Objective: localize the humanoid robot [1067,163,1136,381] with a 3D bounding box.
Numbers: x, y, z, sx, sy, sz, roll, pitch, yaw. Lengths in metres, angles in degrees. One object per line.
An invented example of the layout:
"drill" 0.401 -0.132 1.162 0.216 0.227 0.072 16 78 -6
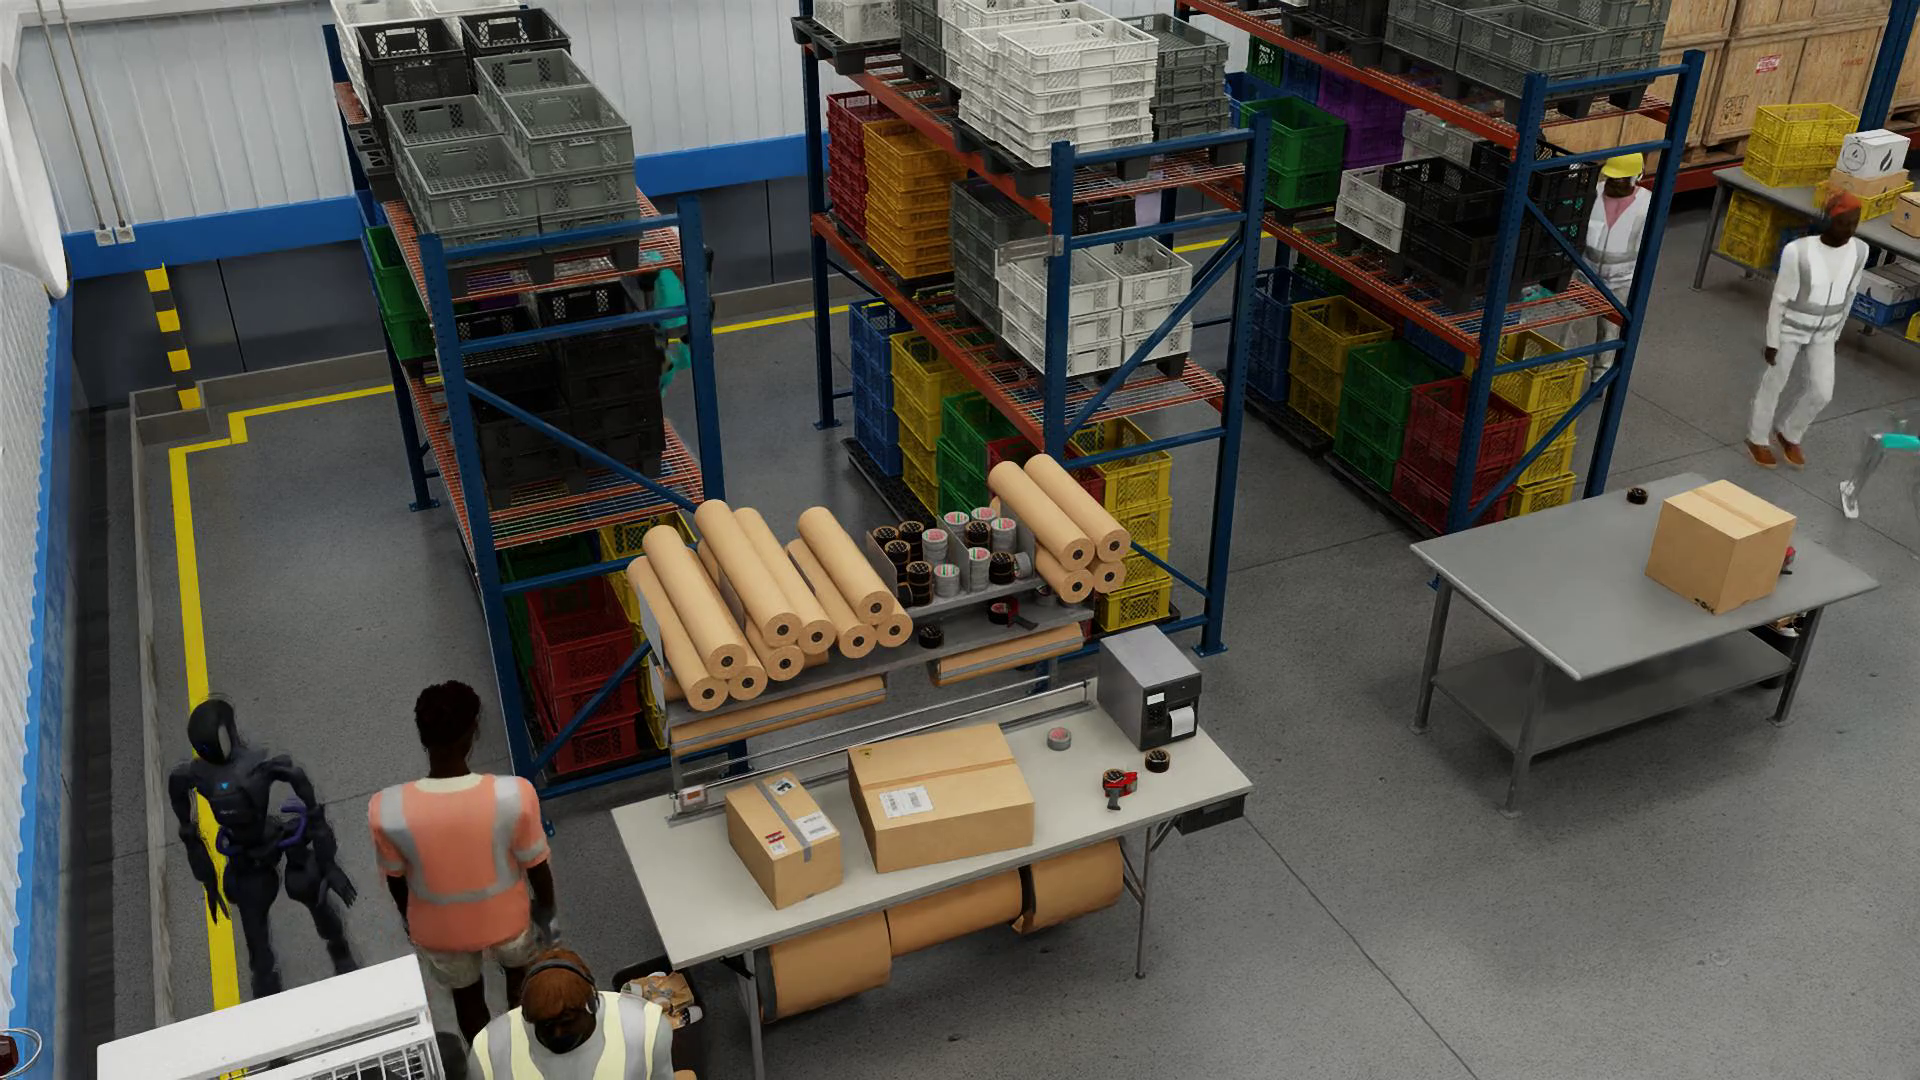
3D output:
"humanoid robot" 0.955 -1.906 11.713 0.602 1.649 0.369 2 32 3

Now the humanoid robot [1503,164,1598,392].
"humanoid robot" 3.906 -1.831 11.480 0.545 1.732 0.693 -8 33 -13

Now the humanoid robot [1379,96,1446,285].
"humanoid robot" 3.429 -2.651 12.746 0.533 1.677 0.735 6 32 10

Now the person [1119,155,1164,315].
"person" 1.293 -2.397 12.177 0.383 2.042 0.606 16 35 24

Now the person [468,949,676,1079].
"person" -1.164 1.998 5.226 0.625 1.844 0.429 -9 33 -14

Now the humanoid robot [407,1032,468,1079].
"humanoid robot" -1.512 2.186 5.086 0.609 1.644 0.383 -5 32 -9

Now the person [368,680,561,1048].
"person" -1.780 1.400 6.106 0.600 1.940 0.529 -8 32 -13

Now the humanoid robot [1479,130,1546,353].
"humanoid robot" 4.028 -2.201 12.188 0.315 1.657 0.599 5 32 9

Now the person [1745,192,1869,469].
"person" 5.354 -1.289 10.534 0.571 1.866 0.498 -1 32 -2

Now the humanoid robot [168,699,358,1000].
"humanoid robot" -2.712 1.299 6.561 0.595 1.634 0.751 -6 32 -9

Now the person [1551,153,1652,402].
"person" 4.422 -1.833 11.457 0.599 1.827 0.404 16 35 24

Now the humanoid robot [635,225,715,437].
"humanoid robot" -1.967 -1.271 10.649 0.531 1.765 0.967 -26 40 -36

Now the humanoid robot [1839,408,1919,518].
"humanoid robot" 5.720 -0.748 9.837 0.533 1.777 1.014 -7 32 -11

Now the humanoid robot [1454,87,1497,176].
"humanoid robot" 4.164 -2.983 13.462 0.602 1.648 0.419 -28 41 -37

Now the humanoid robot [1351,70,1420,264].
"humanoid robot" 3.330 -3.099 13.564 0.541 1.769 0.674 -6 32 -9
